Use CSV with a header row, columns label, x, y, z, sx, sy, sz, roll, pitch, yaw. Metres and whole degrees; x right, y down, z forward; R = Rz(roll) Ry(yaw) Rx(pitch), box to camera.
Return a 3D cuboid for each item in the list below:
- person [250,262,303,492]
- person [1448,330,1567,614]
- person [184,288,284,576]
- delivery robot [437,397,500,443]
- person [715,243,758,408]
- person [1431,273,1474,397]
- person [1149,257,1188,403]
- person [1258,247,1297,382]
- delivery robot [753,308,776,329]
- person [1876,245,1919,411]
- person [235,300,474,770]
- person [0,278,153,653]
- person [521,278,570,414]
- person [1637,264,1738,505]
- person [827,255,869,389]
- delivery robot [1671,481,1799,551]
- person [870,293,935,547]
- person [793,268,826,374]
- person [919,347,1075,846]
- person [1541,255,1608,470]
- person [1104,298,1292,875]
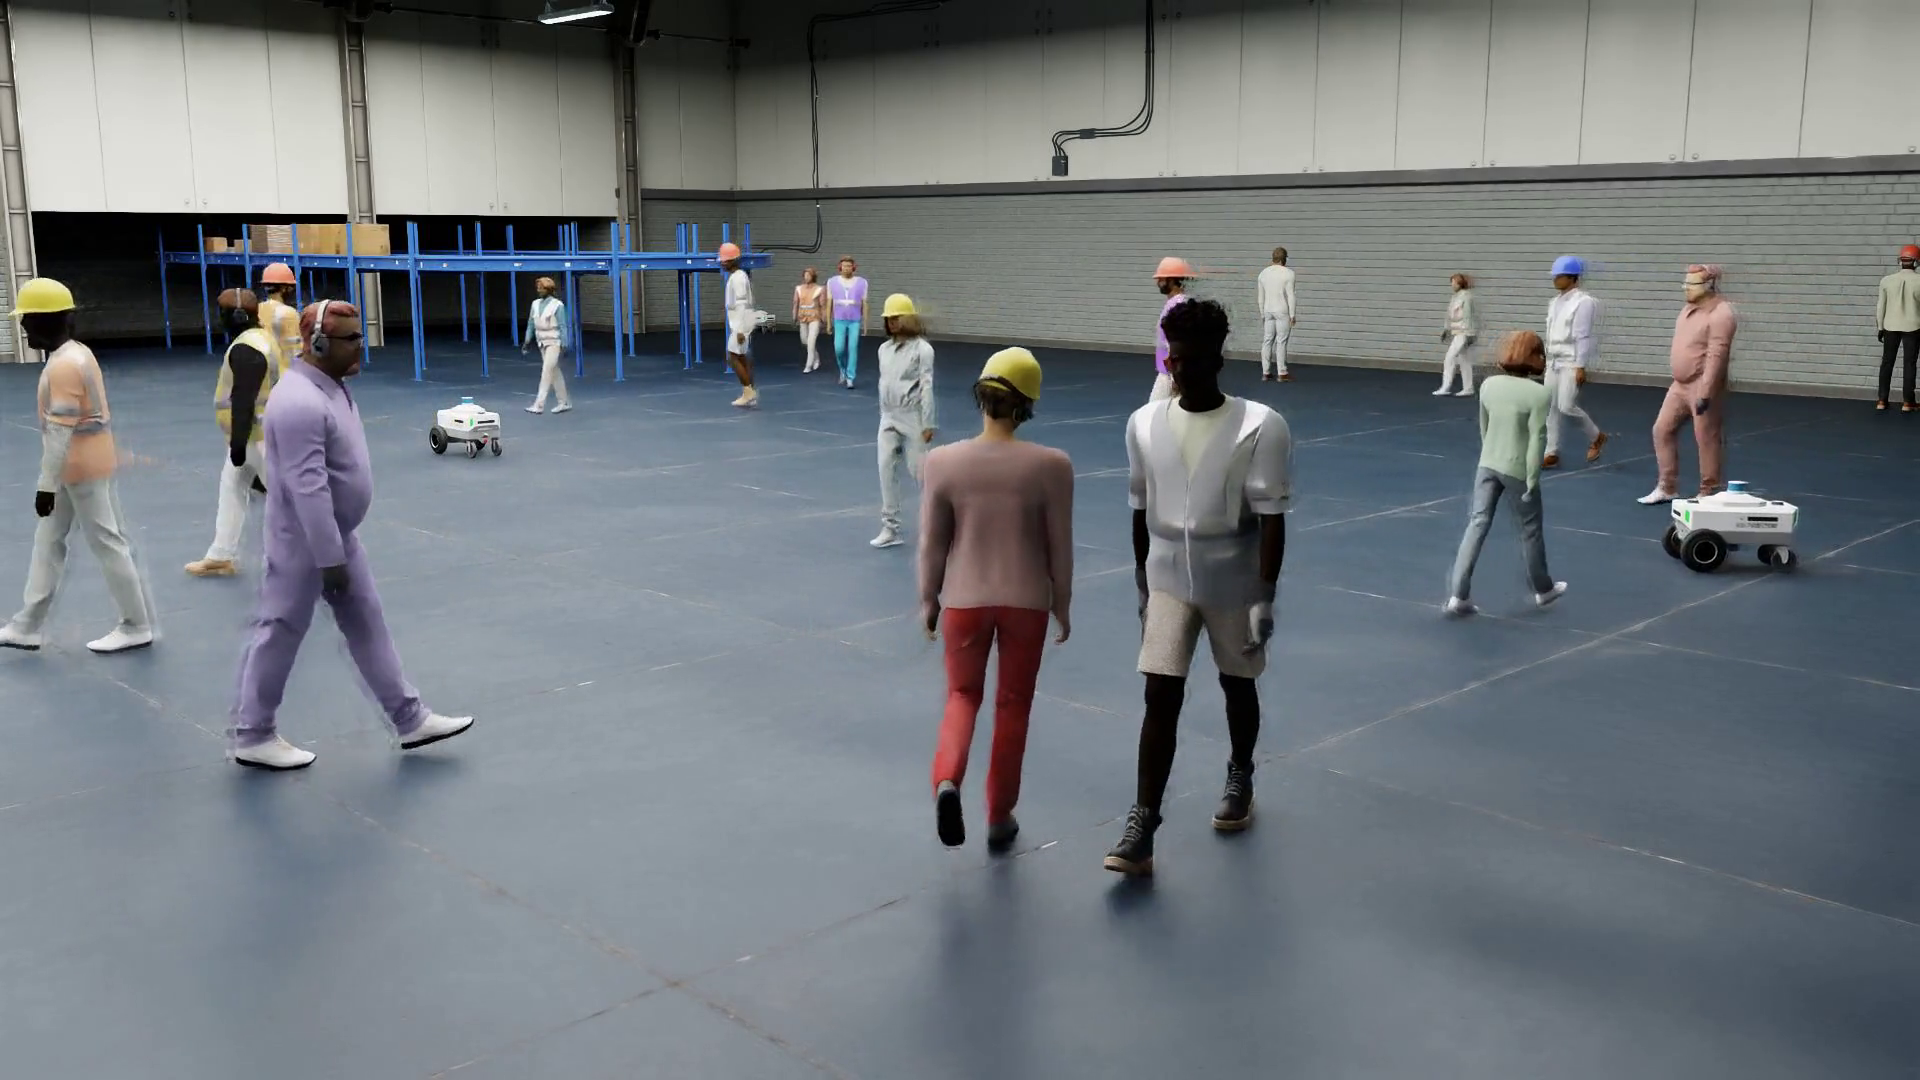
label,x,y,z,sx,sy,sz,roll,pitch,yaw
person,-5.728,-1.370,13.920,0.562,1.895,0.991,7,12,32
person,3.094,-0.377,9.324,0.879,1.585,0.514,-7,13,-35
person,-4.359,-0.674,10.399,0.961,1.800,0.628,-4,11,-19
delivery robot,-4.791,-1.150,16.215,0.477,0.478,0.707,-10,14,-44
person,-2.710,-2.600,20.312,0.542,2.016,0.693,-3,11,-14
person,6.451,-2.667,21.736,0.725,1.607,0.546,0,10,1
person,1.874,-1.492,14.488,0.474,1.922,0.552,3,11,18
person,4.625,-3.283,24.207,0.372,1.940,0.631,-10,15,-44
delivery robot,-4.325,-4.798,36.109,0.477,0.478,0.707,-10,14,-44
person,11.471,-2.579,20.215,0.377,1.995,0.612,-10,15,-44
person,-2.461,-0.009,6.578,0.971,1.853,0.657,-1,10,-6
person,-4.558,-0.344,8.293,0.899,1.888,0.617,-5,12,-27
person,-4.925,-2.280,19.659,0.530,1.604,0.831,8,13,38
person,5.583,-1.159,12.767,0.700,1.882,0.674,-1,10,-7
person,-1.556,-3.024,23.074,0.594,1.830,0.443,0,10,-2
delivery robot,4.975,-0.137,10.689,0.707,0.478,0.477,1,11,7
person,-0.340,-0.837,11.453,0.492,1.718,0.688,8,13,36
person,-2.318,-3.428,25.892,0.520,1.615,0.746,4,11,20
person,0.115,0.226,5.615,0.528,1.742,0.521,2,11,9
person,5.528,-1.598,15.020,0.594,1.934,0.622,-3,11,-15
person,0.824,0.142,5.654,0.615,1.906,1.028,5,12,27
